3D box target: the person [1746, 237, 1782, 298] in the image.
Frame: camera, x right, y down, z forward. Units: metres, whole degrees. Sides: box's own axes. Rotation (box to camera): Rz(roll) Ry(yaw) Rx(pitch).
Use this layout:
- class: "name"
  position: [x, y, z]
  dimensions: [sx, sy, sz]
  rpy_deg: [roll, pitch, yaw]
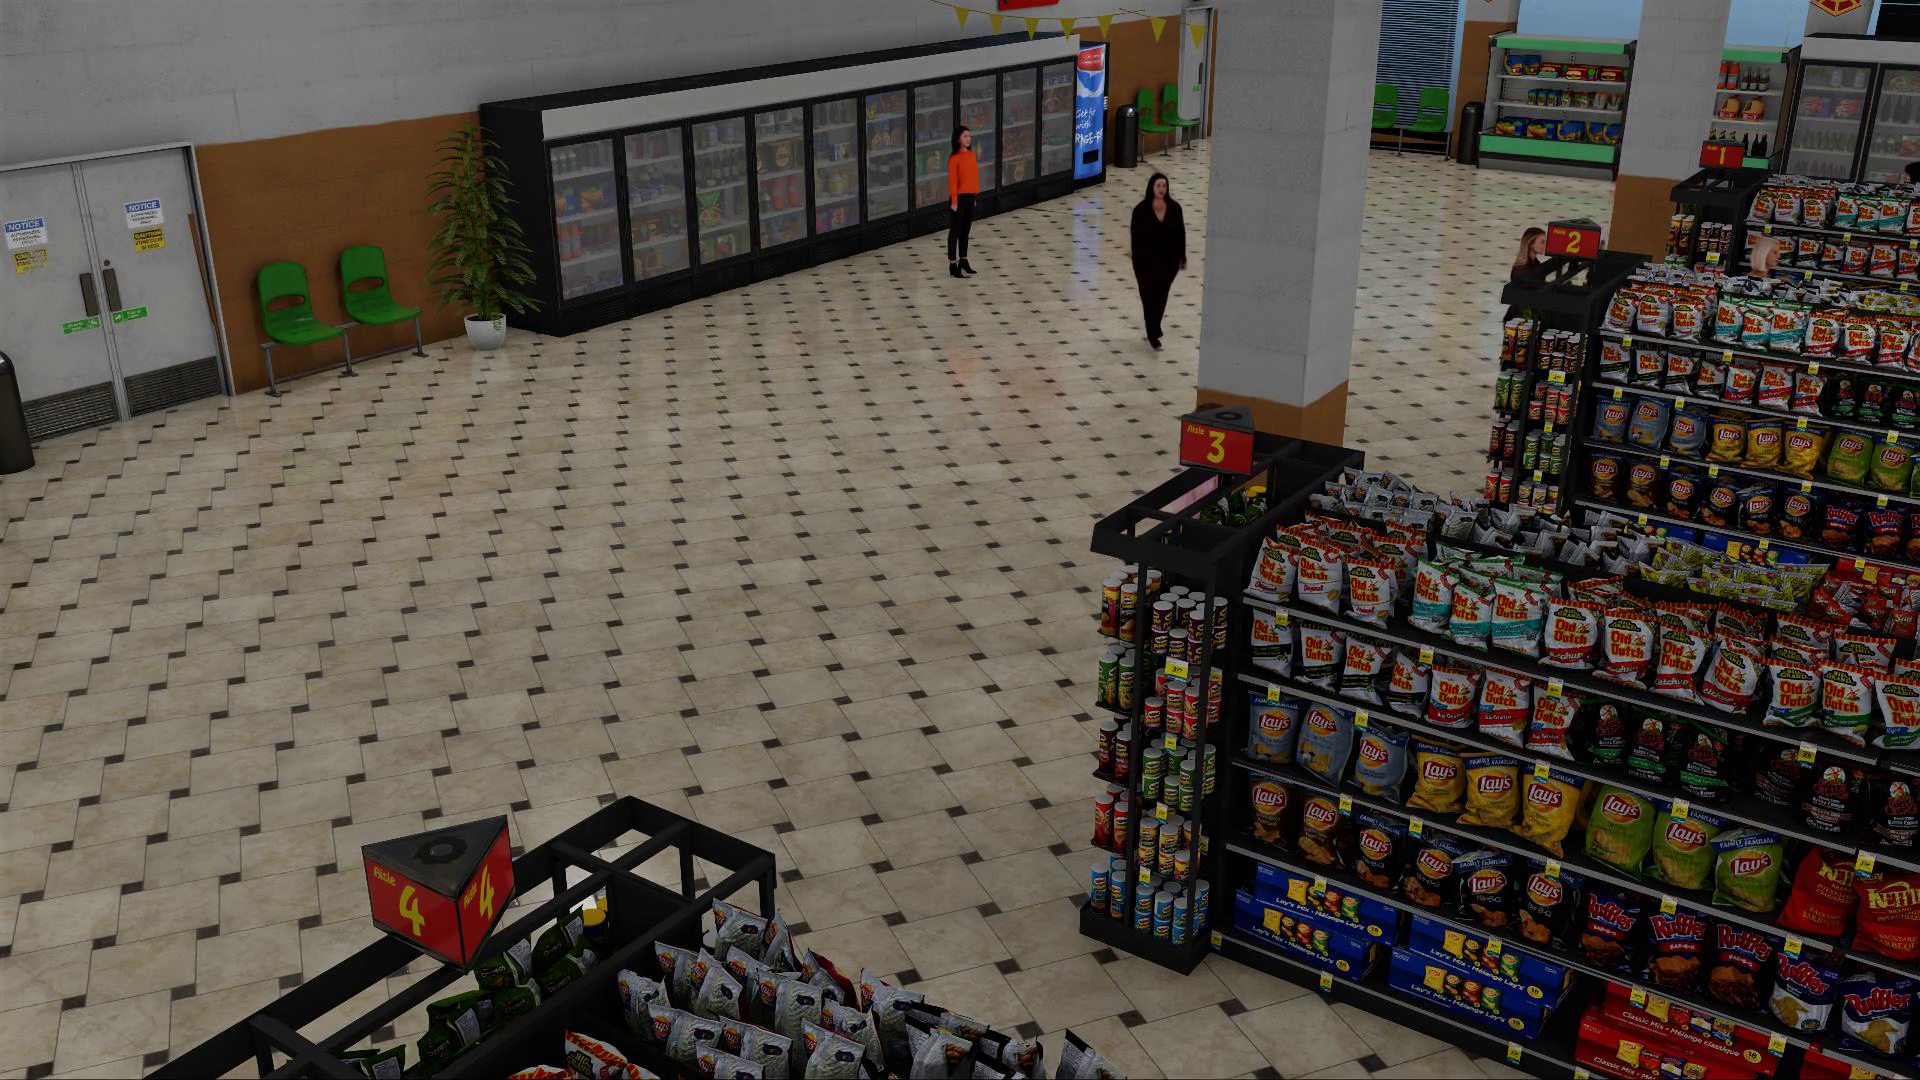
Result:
- class: "person"
  position: [6.499, -1.637, 13.743]
  dimensions: [0.507, 1.750, 0.559]
  rpy_deg: [16, 27, 34]

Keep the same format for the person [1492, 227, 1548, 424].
- class: "person"
  position: [4.825, -1.856, 14.352]
  dimensions: [0.497, 1.703, 0.598]
  rpy_deg: [16, 27, 34]

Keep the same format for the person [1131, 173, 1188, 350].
- class: "person"
  position: [1.948, -2.801, 16.692]
  dimensions: [1.087, 1.712, 1.153]
  rpy_deg: [-4, 22, -11]

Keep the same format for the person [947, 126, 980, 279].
- class: "person"
  position: [0.021, -4.005, 19.639]
  dimensions: [0.541, 1.748, 0.613]
  rpy_deg: [16, 27, 34]

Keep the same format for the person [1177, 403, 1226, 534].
- class: "person"
  position: [1.318, 0.007, 9.779]
  dimensions: [1.088, 1.655, 0.819]
  rpy_deg: [7, 23, 16]
